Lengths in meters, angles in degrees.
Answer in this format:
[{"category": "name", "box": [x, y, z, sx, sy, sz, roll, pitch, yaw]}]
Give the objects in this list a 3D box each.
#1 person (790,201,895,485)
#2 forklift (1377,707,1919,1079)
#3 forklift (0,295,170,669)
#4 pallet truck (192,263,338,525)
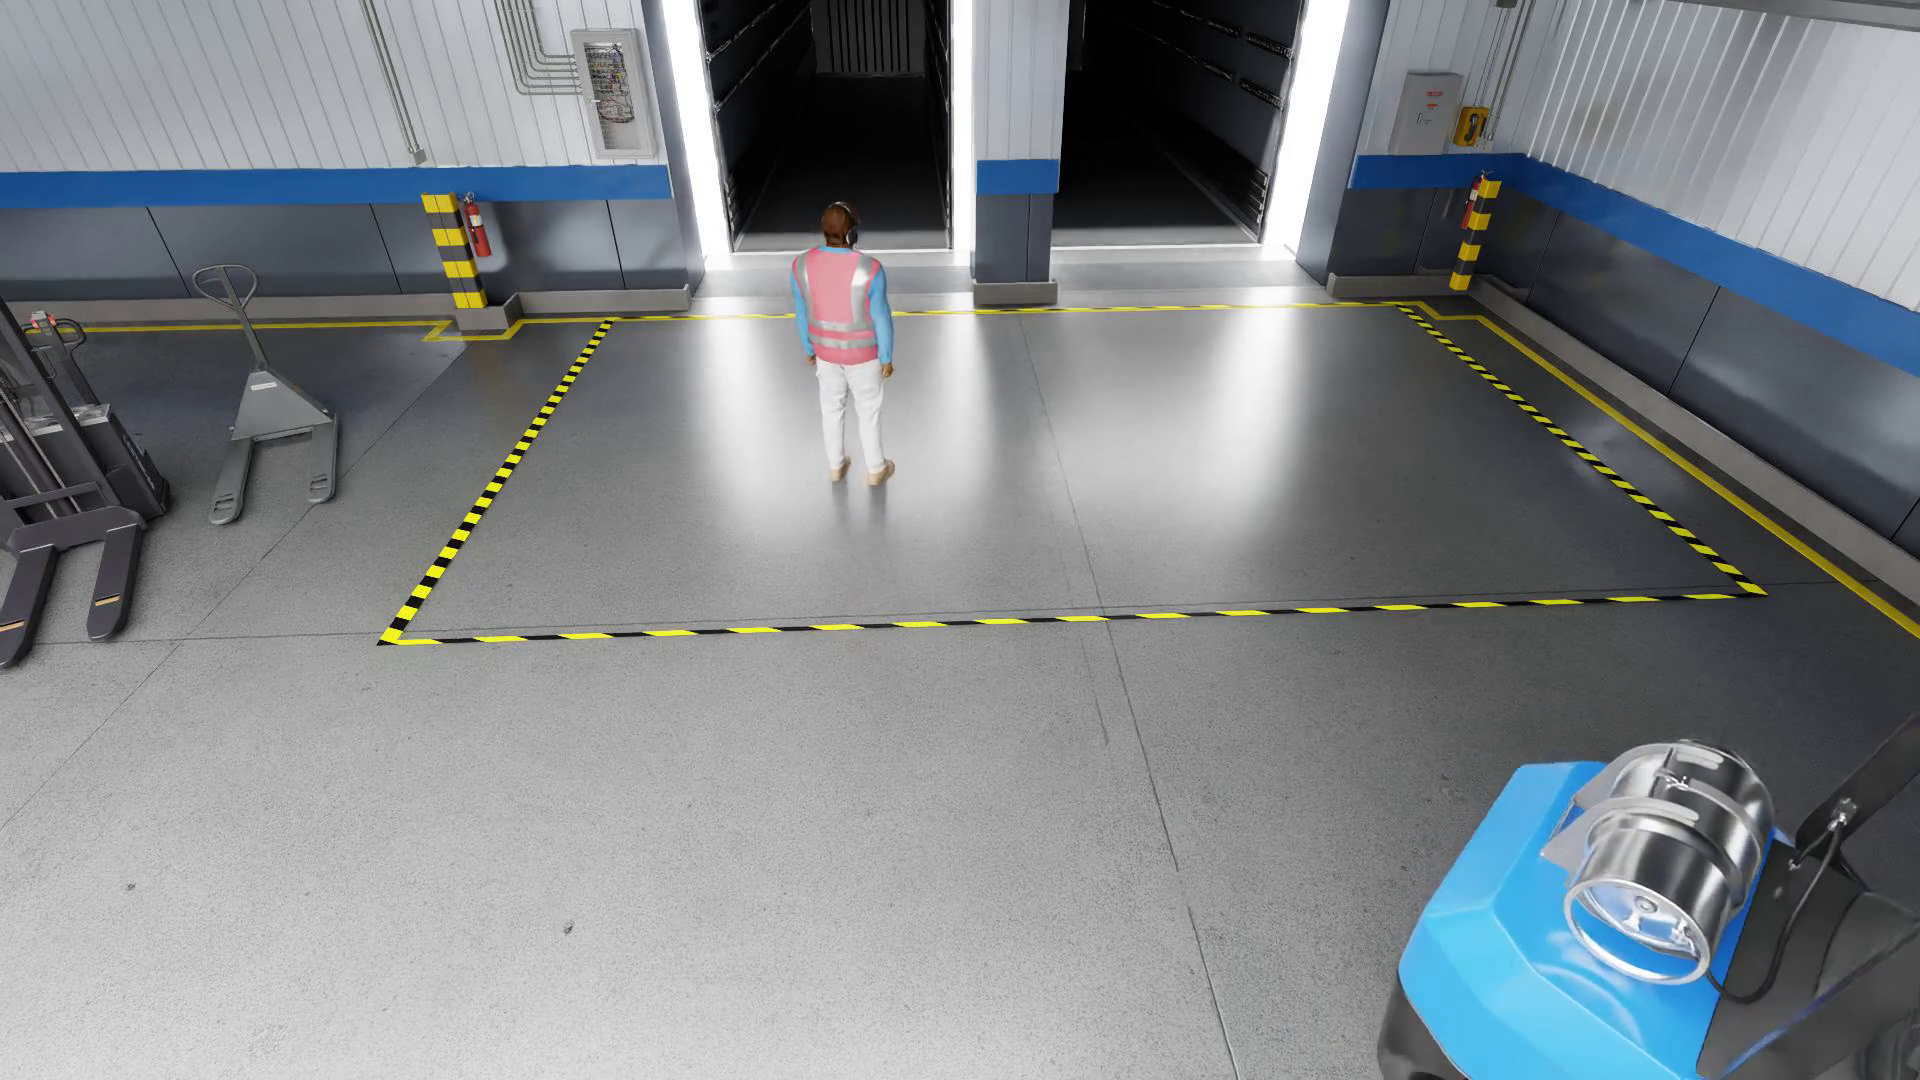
[{"category": "person", "box": [-0.711, -1.205, 5.857, 0.634, 1.841, 0.429, 9, 36, 13]}, {"category": "forklift", "box": [2.523, 1.241, 1.896, 1.157, 2.036, 2.680, -29, 44, -35]}, {"category": "forklift", "box": [-5.212, -0.618, 4.878, 0.823, 1.965, 1.885, -20, 39, -26]}, {"category": "pallet truck", "box": [-4.778, -1.027, 6.128, 0.680, 1.201, 1.601, -17, 38, -23]}]
